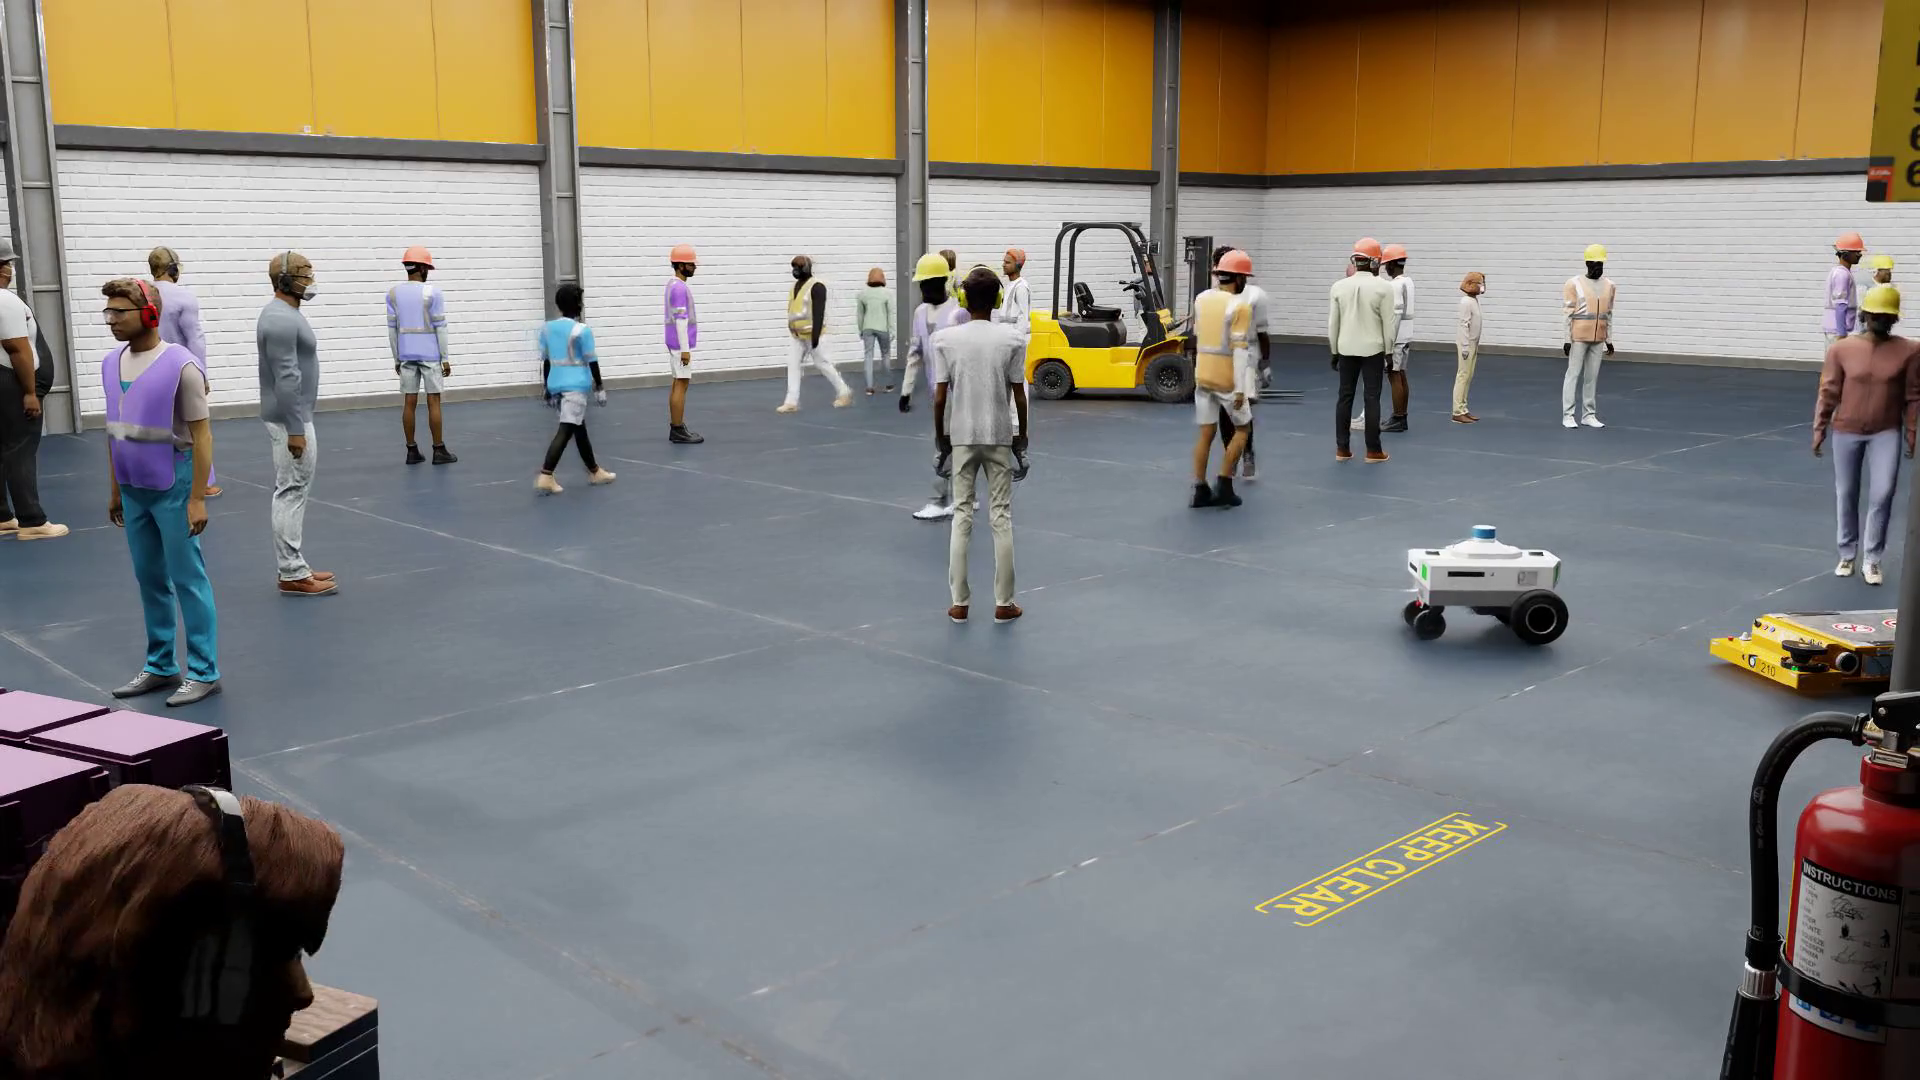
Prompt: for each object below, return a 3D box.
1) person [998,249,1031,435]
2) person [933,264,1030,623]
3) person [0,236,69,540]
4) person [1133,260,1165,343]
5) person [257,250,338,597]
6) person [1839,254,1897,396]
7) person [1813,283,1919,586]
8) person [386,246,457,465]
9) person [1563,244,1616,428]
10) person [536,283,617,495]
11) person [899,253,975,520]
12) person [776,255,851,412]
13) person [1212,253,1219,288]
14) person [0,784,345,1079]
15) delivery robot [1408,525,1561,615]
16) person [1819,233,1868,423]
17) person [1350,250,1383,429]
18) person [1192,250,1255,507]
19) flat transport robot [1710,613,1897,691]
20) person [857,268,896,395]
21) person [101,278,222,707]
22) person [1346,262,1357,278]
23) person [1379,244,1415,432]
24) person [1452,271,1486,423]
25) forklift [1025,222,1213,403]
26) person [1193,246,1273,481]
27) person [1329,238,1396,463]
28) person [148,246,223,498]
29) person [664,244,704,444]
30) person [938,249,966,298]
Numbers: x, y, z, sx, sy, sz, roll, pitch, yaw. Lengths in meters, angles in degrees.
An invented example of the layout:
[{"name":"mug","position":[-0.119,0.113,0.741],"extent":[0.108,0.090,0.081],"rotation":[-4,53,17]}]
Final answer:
[{"name":"person","position":[0.540,-2.004,16.899],"extent":[0.355,1.885,0.575],"rotation":[-2,11,-12]},{"name":"person","position":[0.111,-0.492,8.693],"extent":[0.515,1.872,0.328],"rotation":[1,10,6]},{"name":"person","position":[-6.352,-1.025,11.133],"extent":[0.682,2.000,0.537],"rotation":[6,12,28]},{"name":"person","position":[3.010,-3.639,26.497],"extent":[0.499,1.633,0.286],"rotation":[2,11,13]},{"name":"person","position":[-3.760,-0.654,9.388],"extent":[0.359,1.938,0.632],"rotation":[-4,11,-20]},{"name":"person","position":[11.198,-2.622,20.517],"extent":[0.604,1.804,0.841],"rotation":[-3,11,-17]},{"name":"person","position":[5.264,-0.612,9.672],"extent":[0.543,1.743,0.641],"rotation":[6,12,29]},{"name":"person","position":[-4.763,-1.625,14.715],"extent":[0.542,1.928,0.374],"rotation":[2,11,9]},{"name":"person","position":[6.620,-2.137,17.507],"extent":[0.585,1.928,0.369],"rotation":[-3,11,-14]},{"name":"person","position":[-3.069,-1.197,13.138],"extent":[0.543,1.649,0.888],"rotation":[8,13,36]},{"name":"person","position":[-0.151,-1.079,11.830],"extent":[0.817,1.888,0.654],"rotation":[-8,13,-38]},{"name":"person","position":[-1.699,-2.392,19.252],"extent":[0.921,1.806,0.630],"rotation":[-9,14,-40]},{"name":"person","position":[3.615,-3.252,24.050],"extent":[0.327,1.760,0.523],"rotation":[-3,11,-15]},{"name":"person","position":[-0.662,1.005,1.242],"extent":[0.338,1.606,0.666],"rotation":[1,10,6]},{"name":"delivery robot","position":[2.643,0.170,8.415],"extent":[0.707,0.478,0.477],"rotation":[1,10,3]},{"name":"person","position":[9.544,-2.288,18.012],"extent":[0.373,2.043,0.615],"rotation":[4,11,22]},{"name":"person","position":[4.285,-2.097,17.411],"extent":[0.355,1.883,0.576],"rotation":[2,11,8]},{"name":"person","position":[1.950,-1.179,12.321],"extent":[0.477,1.914,0.580],"rotation":[-8,13,-37]},{"name":"flat transport robot","position":[4.323,0.491,7.694],"extent":[1.431,0.197,0.652],"rotation":[-2,10,-9]},{"name":"person","position":[-1.058,-2.687,21.383],"extent":[0.517,1.595,0.795],"rotation":[2,11,12]},{"name":"person","position":[-3.456,-0.207,7.207],"extent":[0.570,1.843,0.372],"rotation":[5,12,26]},{"name":"person","position":[6.464,-3.805,26.657],"extent":[0.406,1.911,0.636],"rotation":[-4,11,-21]},{"name":"person","position":[4.468,-2.073,17.162],"extent":[0.380,1.924,0.552],"rotation":[6,12,29]},{"name":"person","position":[5.526,-2.086,18.029],"extent":[0.265,1.632,0.509],"rotation":[6,12,29]},{"name":"forklift","position":[1.935,-2.847,20.651],"extent":[2.313,2.155,1.214],"rotation":[2,11,13]},{"name":"person","position":[2.221,-1.431,13.635],"extent":[0.632,1.931,0.588],"rotation":[5,11,25]},{"name":"person","position":[3.601,-1.689,14.878],"extent":[0.608,1.996,0.381],"rotation":[7,13,35]},{"name":"person","position":[-6.026,-1.270,12.746],"extent":[0.632,1.940,0.372],"rotation":[3,11,17]},{"name":"person","position":[-2.690,-1.911,16.248],"extent":[0.371,1.935,0.551],"rotation":[-3,11,-15]},{"name":"person","position":[-0.147,-2.865,21.718],"extent":[0.429,1.839,0.634],"rotation":[-6,12,-30]}]
